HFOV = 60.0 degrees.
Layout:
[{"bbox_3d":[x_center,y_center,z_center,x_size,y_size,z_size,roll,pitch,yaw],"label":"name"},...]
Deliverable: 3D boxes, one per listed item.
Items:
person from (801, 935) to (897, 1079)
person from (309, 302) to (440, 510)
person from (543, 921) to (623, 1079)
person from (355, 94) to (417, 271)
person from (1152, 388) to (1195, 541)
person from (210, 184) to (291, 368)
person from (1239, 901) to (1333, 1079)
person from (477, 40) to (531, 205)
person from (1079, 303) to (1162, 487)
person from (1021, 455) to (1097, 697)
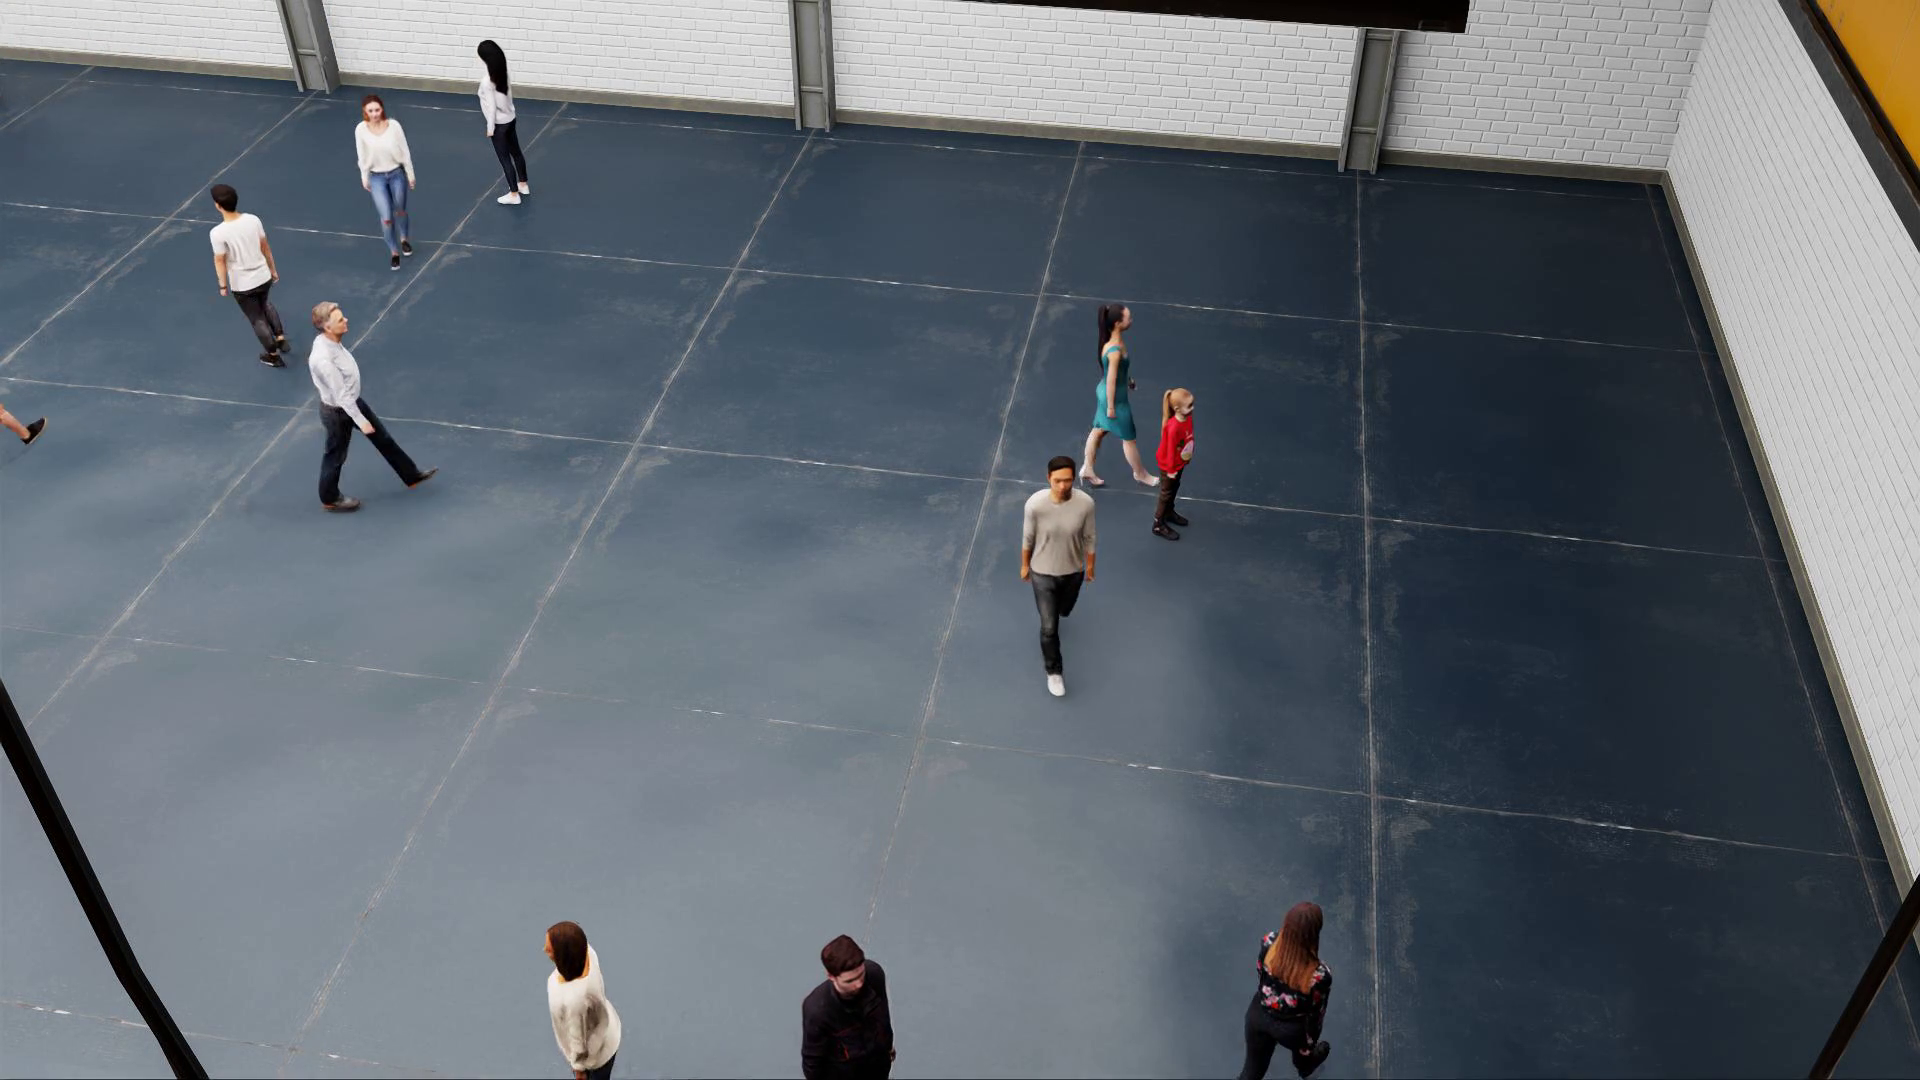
[{"bbox_3d":[-0.529,2.591,8.109,0.794,1.925,0.817,-31,48,-33],"label":"person"},{"bbox_3d":[-4.797,-0.971,12.696,1.230,1.766,0.912,-5,39,-6],"label":"person"},{"bbox_3d":[-1.787,2.506,8.422,0.984,1.667,0.807,-6,39,-8],"label":"person"},{"bbox_3d":[-5.488,-3.492,15.928,0.885,1.672,0.911,-13,40,-16],"label":"person"},{"bbox_3d":[1.620,-0.595,12.614,0.572,1.282,0.547,20,43,24],"label":"person"},{"bbox_3d":[-6.084,-2.245,14.336,0.695,1.710,0.709,21,43,24],"label":"person"},{"bbox_3d":[1.592,2.494,8.453,1.039,1.647,0.962,26,45,29],"label":"person"},{"bbox_3d":[-4.632,-4.241,16.843,0.571,1.701,0.624,9,39,11],"label":"person"},{"bbox_3d":[1.121,-1.096,12.934,0.919,1.664,0.680,-1,39,-1],"label":"person"},{"bbox_3d":[0.652,0.136,11.294,1.107,1.787,0.923,-4,39,-5],"label":"person"}]
